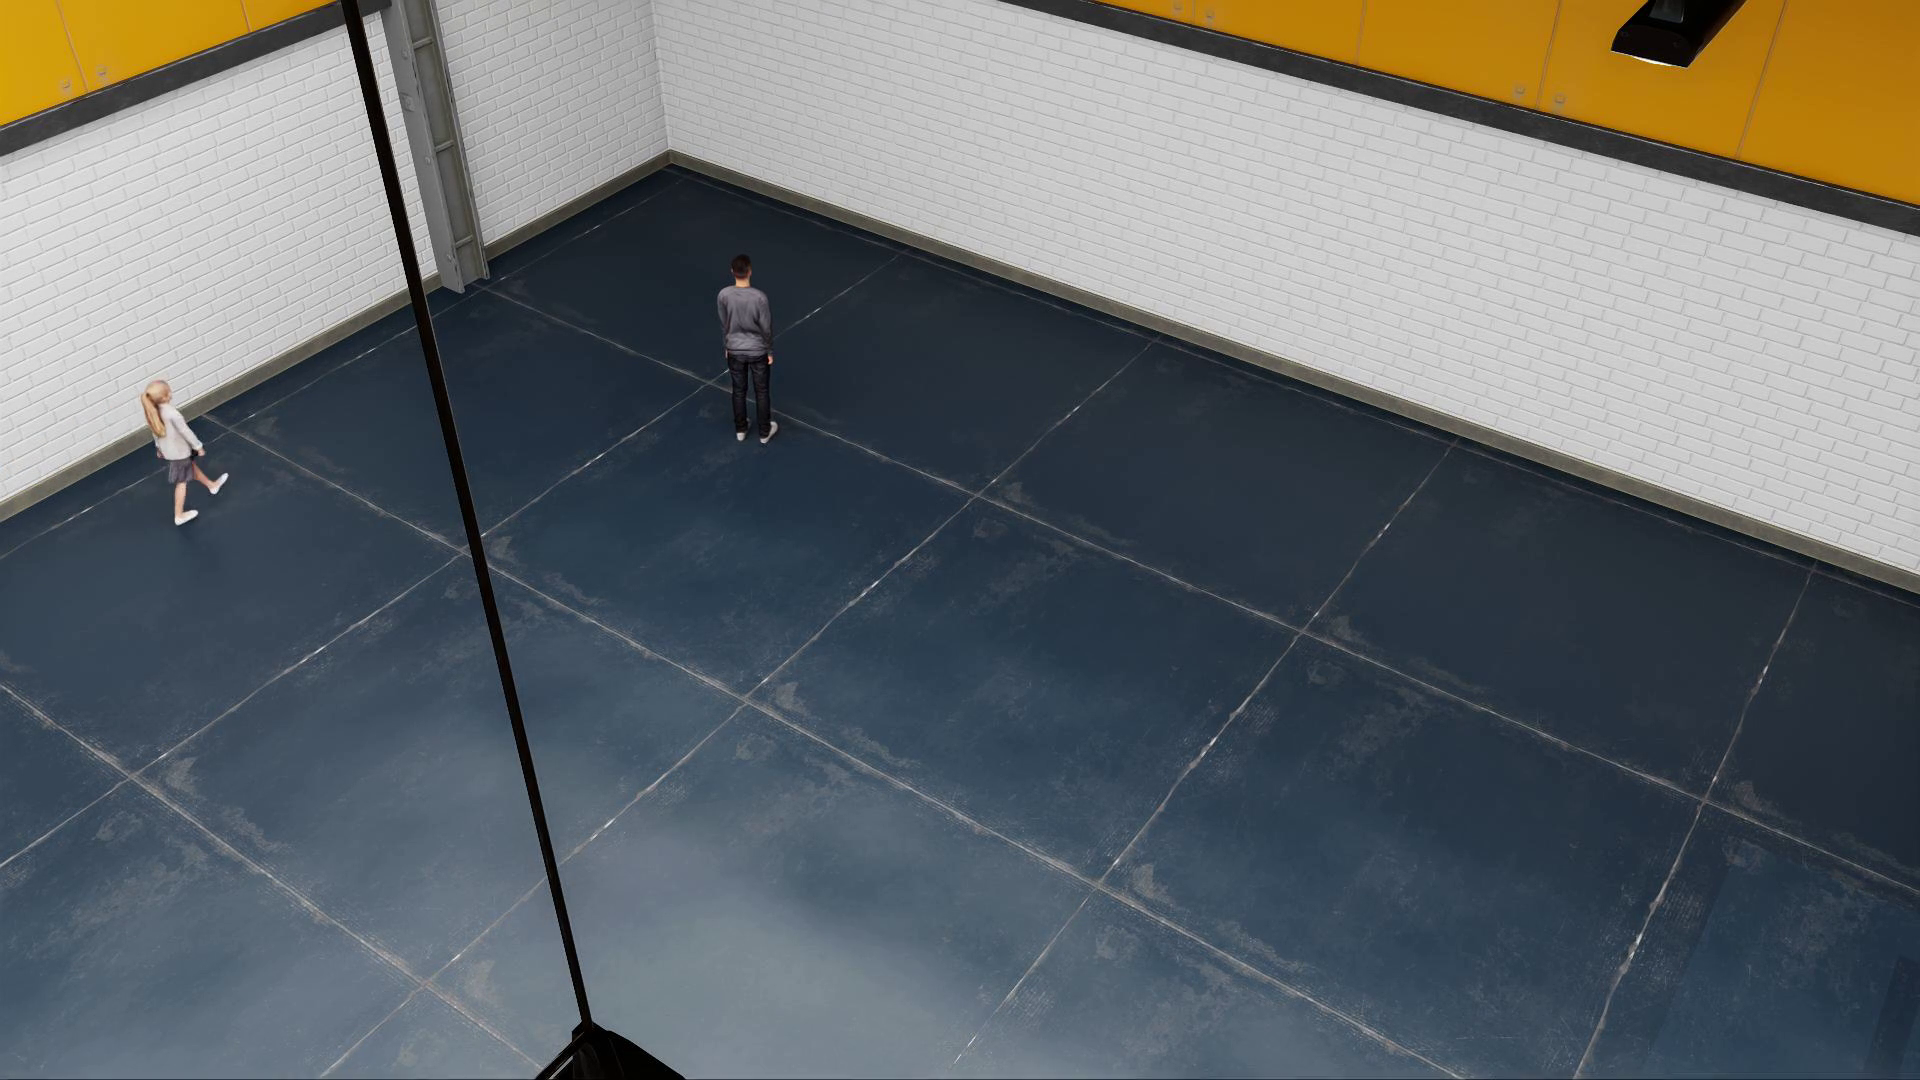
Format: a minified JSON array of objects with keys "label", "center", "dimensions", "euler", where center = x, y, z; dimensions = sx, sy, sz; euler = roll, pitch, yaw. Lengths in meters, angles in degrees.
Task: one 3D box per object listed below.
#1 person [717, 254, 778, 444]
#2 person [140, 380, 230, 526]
[{"label":"person","center":[-1.807,-1.618,14.124],"dimensions":[0.691,1.761,0.694],"euler":[4,39,5]},{"label":"person","center":[-6.343,-0.691,13.380],"dimensions":[0.565,1.243,0.876],"euler":[19,43,23]}]
